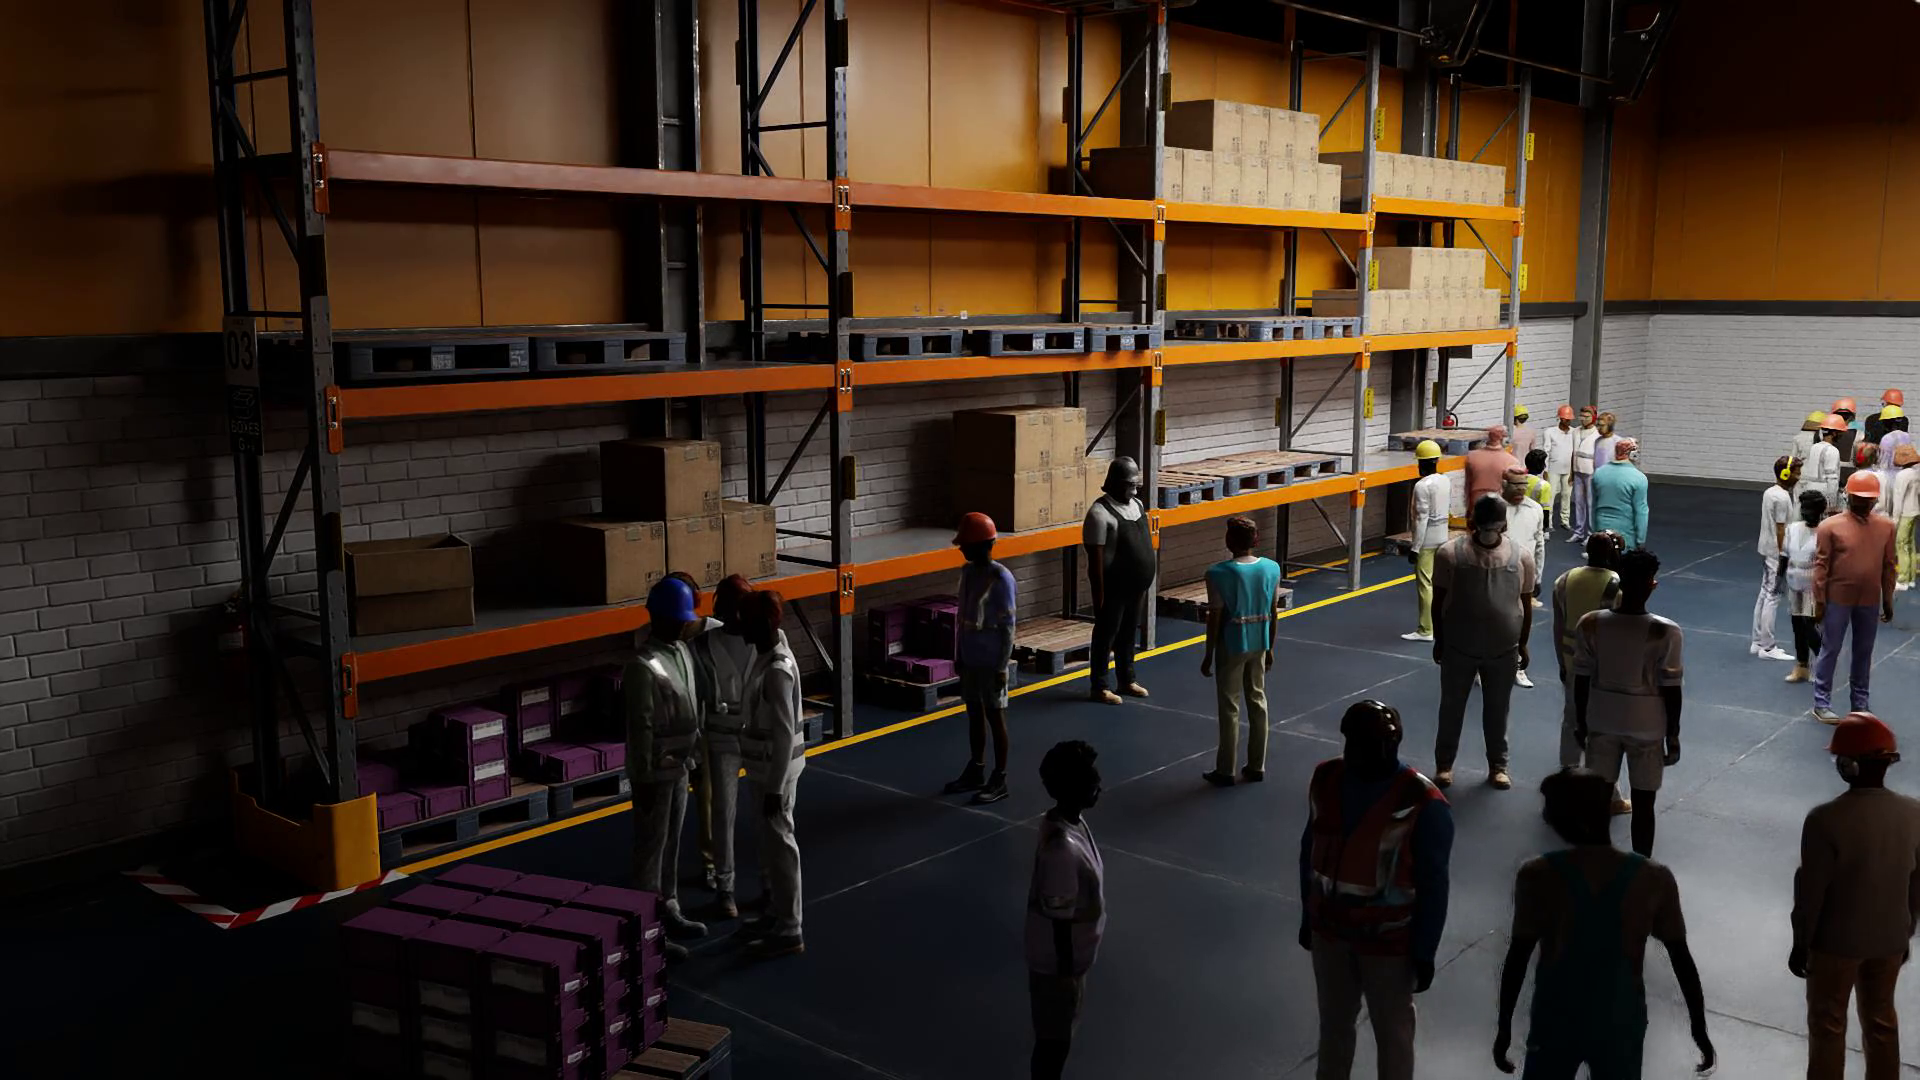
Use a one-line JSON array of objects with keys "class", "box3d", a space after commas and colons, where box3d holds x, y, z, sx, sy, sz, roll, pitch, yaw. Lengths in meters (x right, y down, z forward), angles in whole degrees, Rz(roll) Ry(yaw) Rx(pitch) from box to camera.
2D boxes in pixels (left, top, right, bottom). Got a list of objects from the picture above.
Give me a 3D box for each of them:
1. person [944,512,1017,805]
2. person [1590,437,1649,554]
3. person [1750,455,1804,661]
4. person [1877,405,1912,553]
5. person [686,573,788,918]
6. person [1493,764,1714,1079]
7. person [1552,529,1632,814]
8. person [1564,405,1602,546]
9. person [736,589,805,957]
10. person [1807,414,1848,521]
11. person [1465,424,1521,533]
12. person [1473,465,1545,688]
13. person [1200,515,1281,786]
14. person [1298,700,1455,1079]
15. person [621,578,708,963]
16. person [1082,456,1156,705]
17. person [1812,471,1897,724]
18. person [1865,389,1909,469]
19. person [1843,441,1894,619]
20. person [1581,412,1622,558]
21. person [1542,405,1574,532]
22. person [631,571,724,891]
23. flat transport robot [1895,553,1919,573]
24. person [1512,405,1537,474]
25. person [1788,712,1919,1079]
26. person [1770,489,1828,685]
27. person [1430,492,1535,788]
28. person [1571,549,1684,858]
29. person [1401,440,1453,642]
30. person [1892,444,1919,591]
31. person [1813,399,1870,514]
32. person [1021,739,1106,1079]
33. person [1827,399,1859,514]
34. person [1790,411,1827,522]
[{"class": "person", "box3d": [0.131, 0.772, 10.956, 0.375, 1.930, 0.542, -6, 11, -33]}, {"class": "person", "box3d": [6.550, -0.070, 16.499, 0.399, 1.899, 0.646, -5, 10, -28]}, {"class": "person", "box3d": [7.441, 0.158, 15.134, 0.327, 1.865, 0.517, 2, 9, 12]}, {"class": "person", "box3d": [11.487, -0.709, 20.561, 0.595, 1.913, 0.399, -6, 11, -36]}, {"class": "person", "box3d": [-1.190, 1.104, 8.989, 0.589, 1.876, 0.359, -3, 9, -18]}, {"class": "person", "box3d": [2.154, 1.669, 5.540, 0.711, 1.828, 0.421, 2, 9, 15]}, {"class": "person", "box3d": [4.138, 0.844, 10.770, 0.429, 1.845, 0.621, -5, 10, -31]}, {"class": "person", "box3d": [8.186, -0.842, 21.677, 0.394, 1.836, 0.559, -4, 10, -23]}, {"class": "person", "box3d": [-0.962, 1.176, 8.492, 0.337, 1.883, 0.584, -2, 9, -11]}, {"class": "person", "box3d": [9.889, -0.472, 19.003, 0.389, 1.925, 0.549, 1, 9, 4]}, {"class": "person", "box3d": [5.816, -0.326, 18.167, 0.672, 1.884, 0.725, 7, 11, 38]}, {"class": "person", "box3d": [4.625, 0.313, 14.025, 0.646, 1.901, 0.400, -1, 9, -8]}, {"class": "person", "box3d": [1.913, 0.755, 11.321, 0.566, 1.849, 0.387, -4, 10, -24]}, {"class": "person", "box3d": [1.567, 1.517, 6.435, 0.430, 1.845, 0.624, -8, 12, -41]}, {"class": "person", "box3d": [-1.500, 1.150, 8.485, 0.411, 1.939, 0.605, 2, 9, 12]}, {"class": "person", "box3d": [1.331, 0.315, 13.549, 0.535, 2.000, 0.683, 8, 12, 40]}, {"class": "person", "box3d": [6.920, 0.449, 12.869, 0.614, 1.987, 0.408, 0, 9, 0]}, {"class": "person", "box3d": [12.574, -1.064, 22.601, 0.609, 1.991, 0.384, -1, 9, -6]}, {"class": "person", "box3d": [9.116, -0.075, 16.720, 0.579, 1.832, 0.557, -6, 11, -35]}, {"class": "person", "box3d": [7.940, -0.650, 20.420, 0.346, 1.841, 0.547, -3, 9, -18]}, {"class": "person", "box3d": [8.274, -0.983, 22.858, 0.565, 1.745, 0.349, -1, 9, -6]}, {"class": "person", "box3d": [-1.546, 1.068, 9.360, 0.566, 1.838, 0.386, -1, 9, -5]}, {"class": "flat transport robot", "box3d": [11.527, 0.328, 19.145, 0.652, 0.197, 1.431, -4, 10, -26]}, {"class": "person", "box3d": [7.576, -0.953, 22.607, 0.522, 1.768, 0.312, -4, 10, -22]}, {"class": "person", "box3d": [3.530, 1.542, 6.593, 0.570, 1.743, 0.353, -2, 9, -12]}, {"class": "person", "box3d": [7.188, 0.402, 14.120, 0.367, 1.684, 0.542, -3, 9, -21]}, {"class": "person", "box3d": [3.532, 0.672, 11.243, 0.677, 2.000, 0.536, 2, 9, 10]}, {"class": "person", "box3d": [3.702, 1.021, 9.226, 0.600, 1.967, 0.368, 8, 12, 42]}, {"class": "person", "box3d": [4.452, 0.012, 15.871, 0.372, 1.923, 0.595, 8, 12, 42]}, {"class": "person", "box3d": [10.526, -0.253, 18.553, 0.497, 1.625, 0.288, -9, 12, -44]}, {"class": "person", "box3d": [10.595, -0.688, 20.072, 0.611, 2.030, 0.410, 5, 10, 27]}, {"class": "person", "box3d": [0.400, 1.595, 6.396, 0.322, 1.697, 0.535, 1, 9, 6]}, {"class": "person", "box3d": [11.295, -0.838, 21.267, 0.400, 1.955, 0.801, 8, 12, 43]}, {"class": "person", "box3d": [11.242, -0.840, 22.005, 0.424, 1.723, 0.555, -8, 12, -41]}]
